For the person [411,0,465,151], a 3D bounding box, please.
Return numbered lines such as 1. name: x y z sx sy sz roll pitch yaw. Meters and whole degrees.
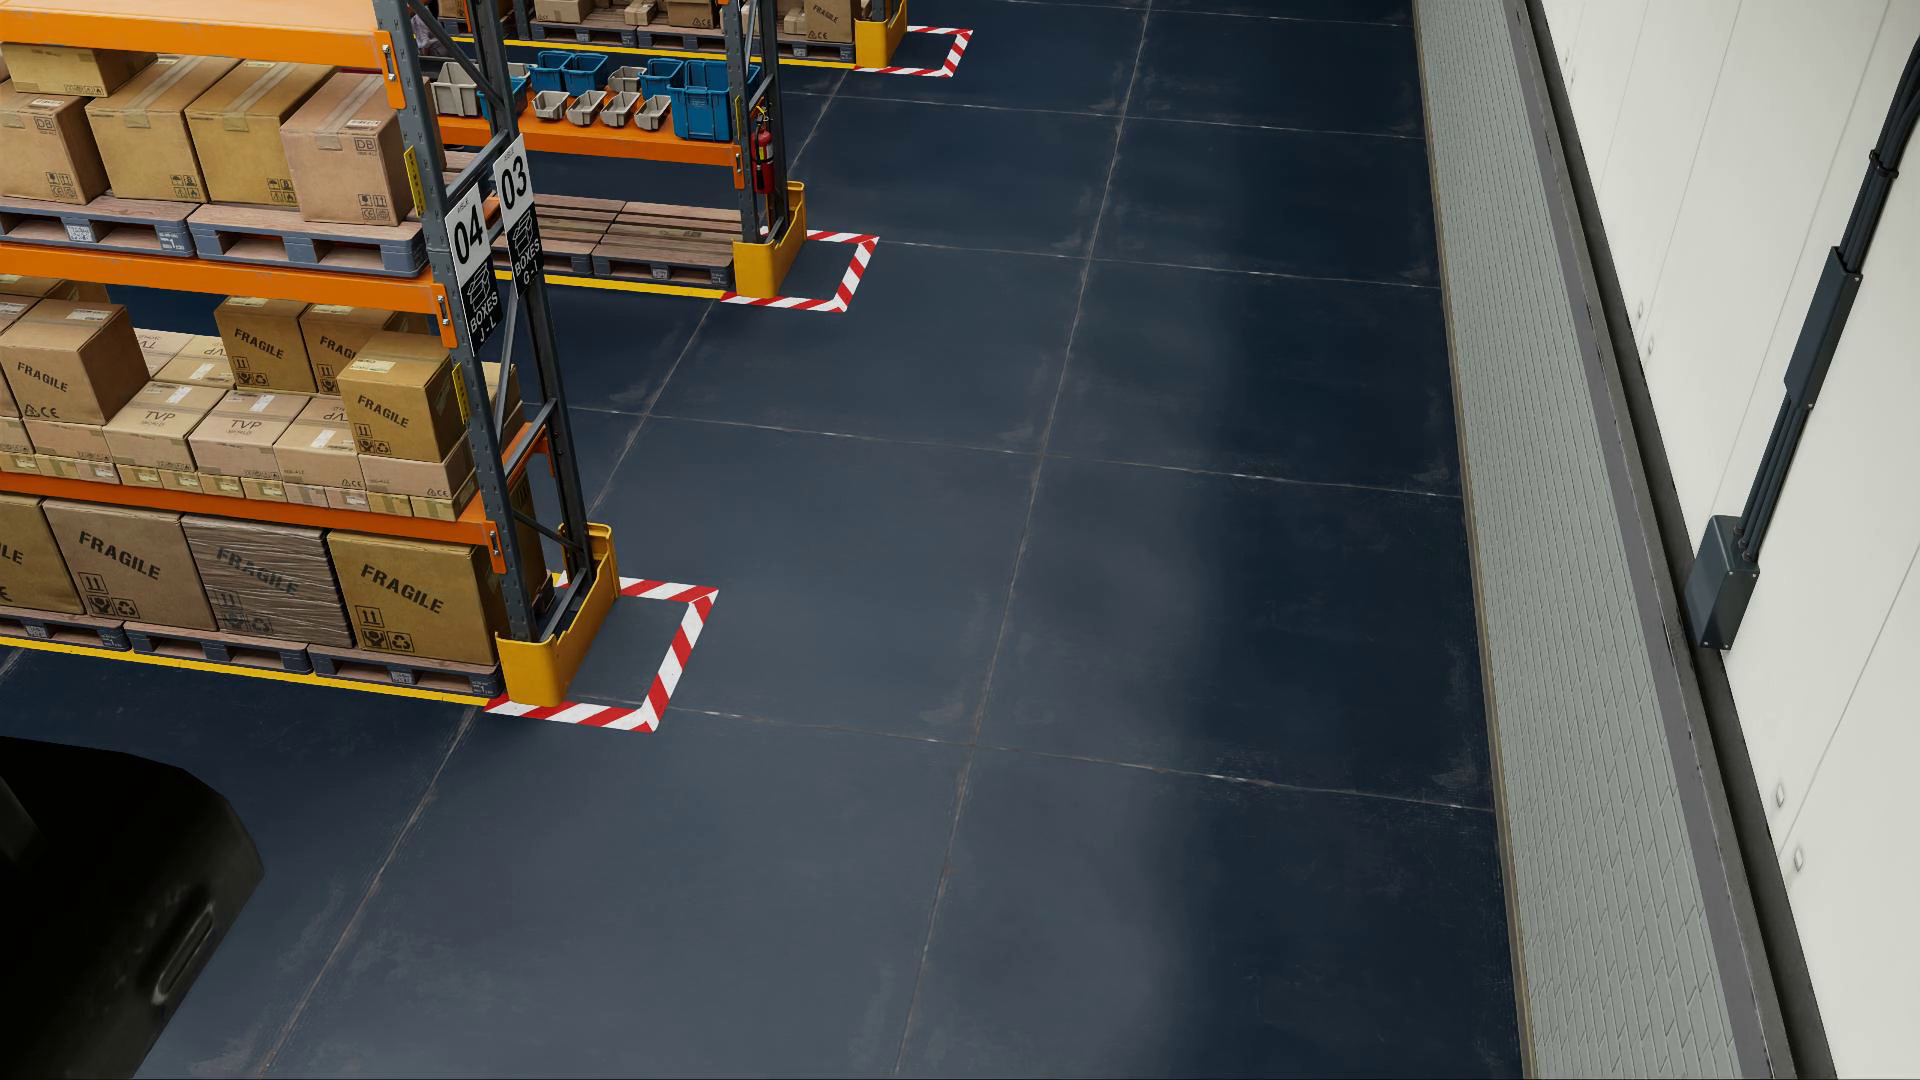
1. person: -4.925 -4.524 15.650 0.541 1.733 0.616 4 38 5
